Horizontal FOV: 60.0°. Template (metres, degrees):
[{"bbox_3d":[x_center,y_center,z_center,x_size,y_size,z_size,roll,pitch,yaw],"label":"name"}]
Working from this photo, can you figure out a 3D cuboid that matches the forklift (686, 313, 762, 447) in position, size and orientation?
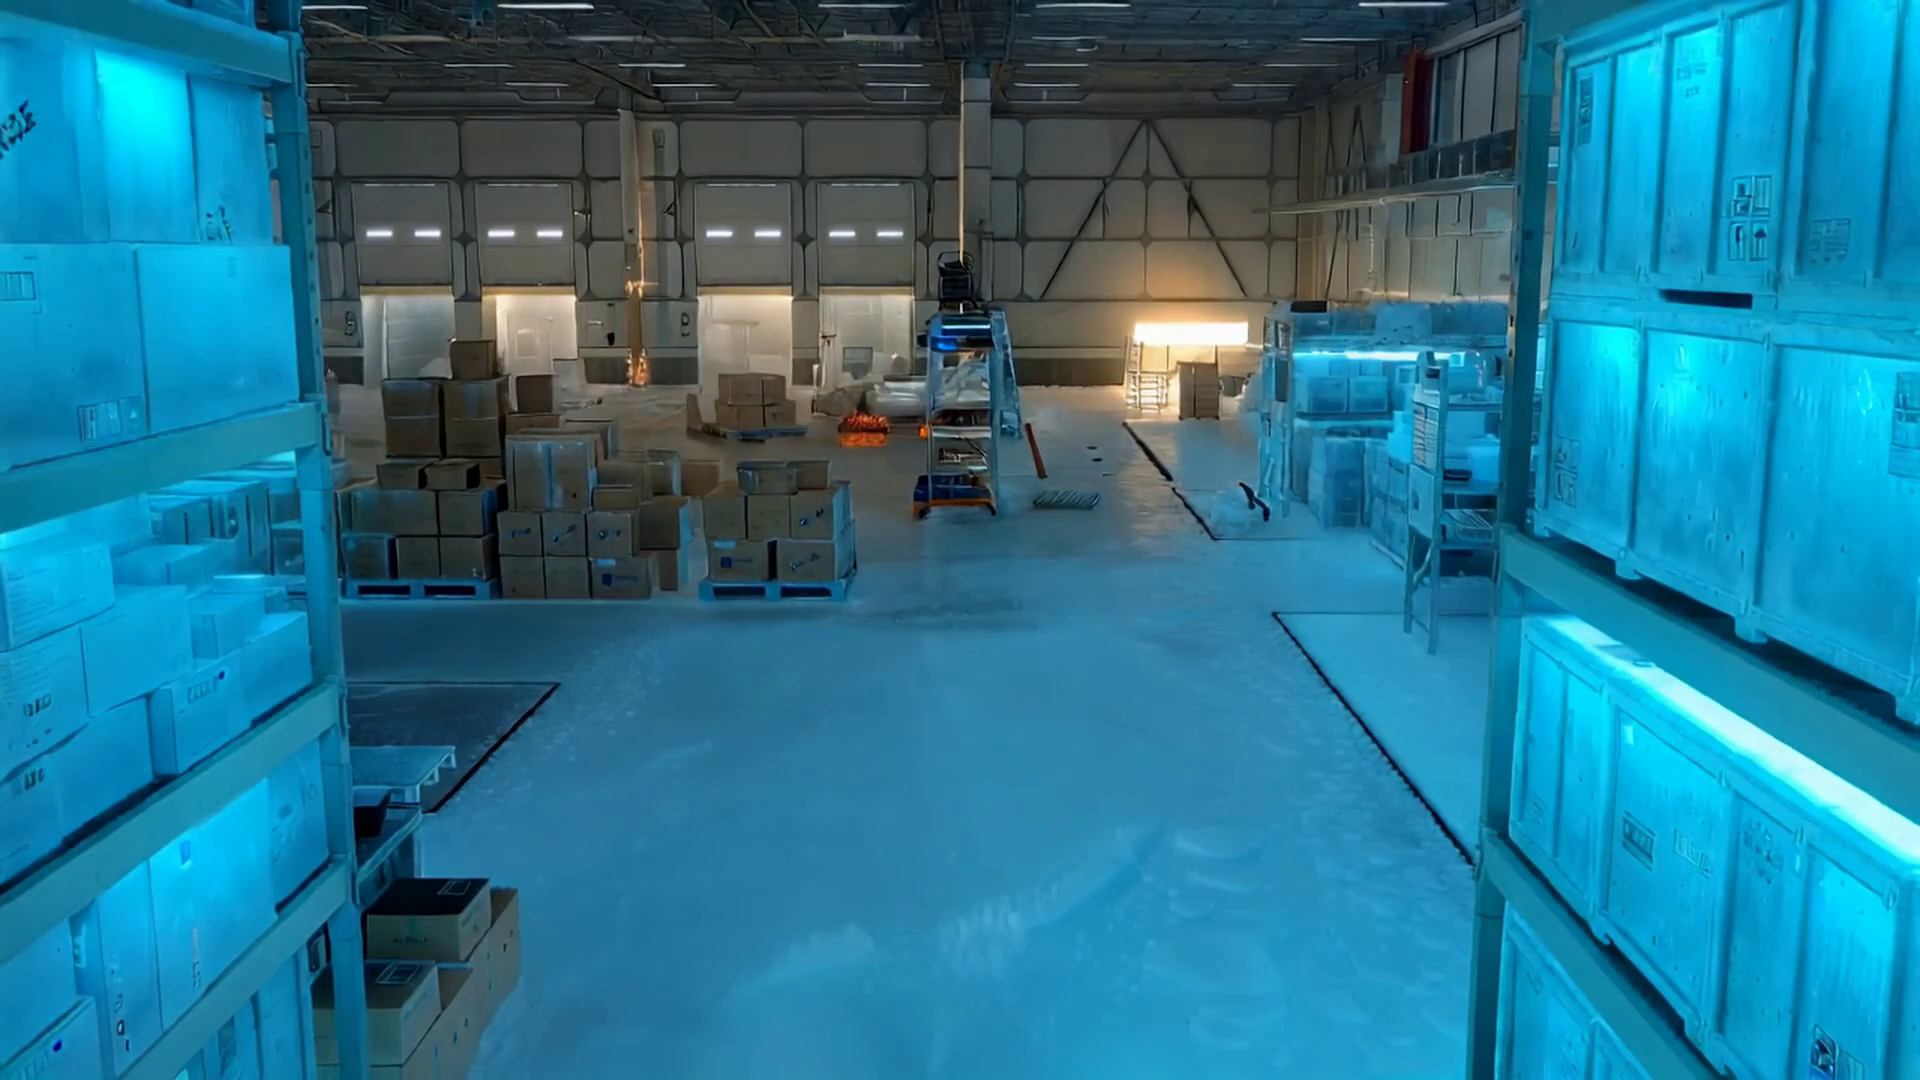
[{"bbox_3d":[-5.157,-3.490,35.836,1.129,2.768,1.873,-5,11,-27],"label":"forklift"}]

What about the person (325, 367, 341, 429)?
[{"bbox_3d":[-12.279,-2.378,32.180,0.807,1.912,0.627,2,10,10],"label":"person"}]

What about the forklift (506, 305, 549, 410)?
[{"bbox_3d":[-10.735,-4.452,41.385,1.129,2.768,1.873,0,10,1],"label":"forklift"}]

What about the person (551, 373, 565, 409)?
[{"bbox_3d":[-7.615,-2.160,30.964,0.748,1.918,0.550,0,10,1],"label":"person"}]

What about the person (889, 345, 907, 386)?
[{"bbox_3d":[-1.520,-3.716,39.929,0.510,1.923,0.630,-4,10,-20],"label":"person"}]

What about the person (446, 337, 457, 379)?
[{"bbox_3d":[-13.151,-4.308,43.288,0.375,1.932,0.549,-9,13,-41],"label":"person"}]

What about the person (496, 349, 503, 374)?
[{"bbox_3d":[-11.926,-4.082,42.783,0.857,1.659,0.539,-2,10,-9],"label":"person"}]

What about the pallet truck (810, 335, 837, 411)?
[{"bbox_3d":[-3.021,-4.312,43.126,1.885,1.965,0.823,3,10,17],"label":"pallet truck"}]
